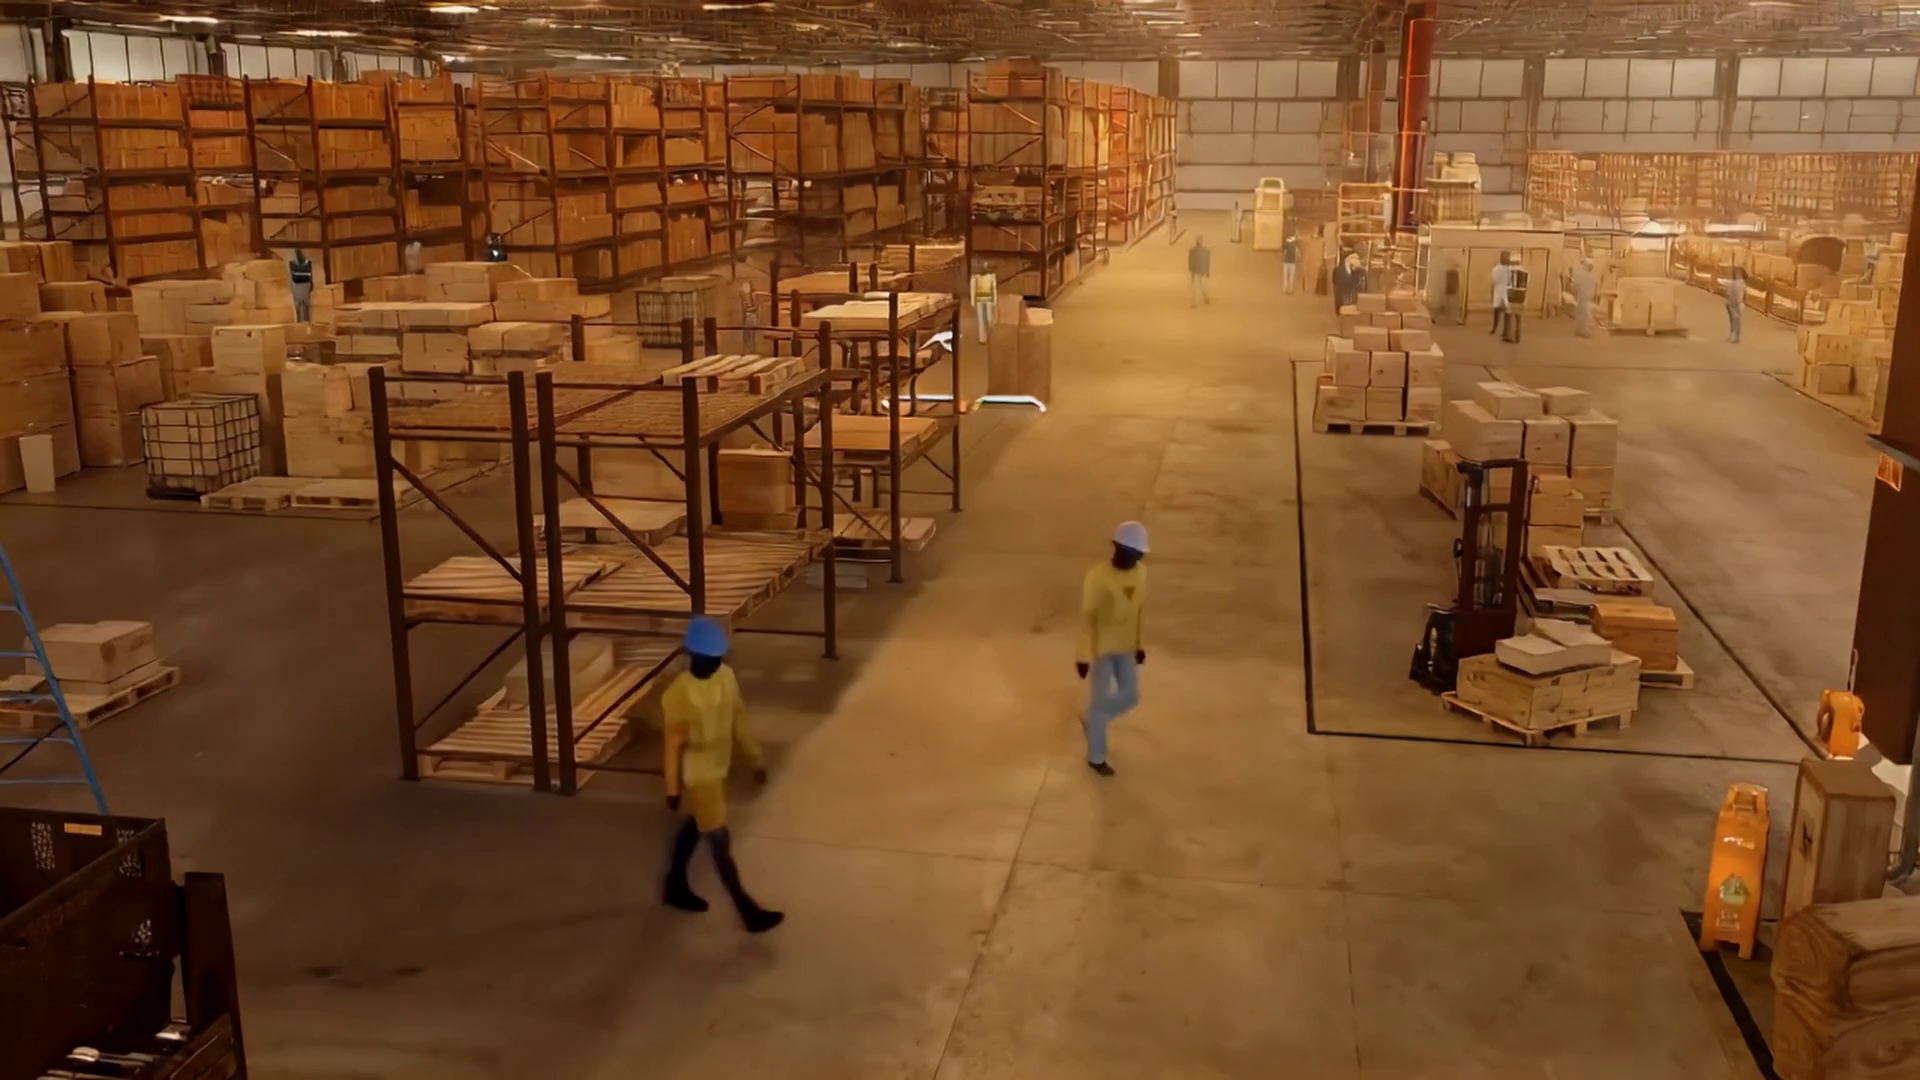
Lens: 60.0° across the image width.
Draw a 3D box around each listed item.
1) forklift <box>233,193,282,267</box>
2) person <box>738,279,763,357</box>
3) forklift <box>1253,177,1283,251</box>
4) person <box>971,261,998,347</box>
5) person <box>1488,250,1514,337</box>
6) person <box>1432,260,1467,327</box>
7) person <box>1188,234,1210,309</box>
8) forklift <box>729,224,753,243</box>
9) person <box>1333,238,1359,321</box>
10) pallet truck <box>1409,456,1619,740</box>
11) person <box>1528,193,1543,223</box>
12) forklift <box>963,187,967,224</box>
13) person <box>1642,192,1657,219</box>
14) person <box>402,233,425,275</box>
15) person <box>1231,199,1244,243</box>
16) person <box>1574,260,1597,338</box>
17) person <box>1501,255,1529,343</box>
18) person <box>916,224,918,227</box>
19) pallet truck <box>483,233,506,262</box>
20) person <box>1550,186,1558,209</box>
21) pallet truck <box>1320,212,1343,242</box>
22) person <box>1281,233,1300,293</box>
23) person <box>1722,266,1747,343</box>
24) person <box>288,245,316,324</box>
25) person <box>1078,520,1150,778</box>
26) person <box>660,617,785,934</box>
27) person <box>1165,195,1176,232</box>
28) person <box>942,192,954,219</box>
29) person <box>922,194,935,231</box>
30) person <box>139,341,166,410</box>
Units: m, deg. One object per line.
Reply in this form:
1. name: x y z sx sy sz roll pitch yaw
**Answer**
1. forklift: -20.408 -8.774 48.824 1.129 2.768 1.873 3 14 10
2. person: -4.363 -4.633 34.655 0.534 1.582 0.875 -1 14 -5
3. forklift: 12.083 -12.747 64.956 1.129 2.768 1.873 3 14 10
4. person: 0.517 -5.170 36.320 0.578 1.857 0.914 -1 14 -6
5. person: 12.383 -5.628 37.933 0.613 1.963 0.361 10 17 36
6. person: 11.783 -5.940 39.972 0.844 1.599 0.508 12 18 41
7. person: 6.338 -7.104 43.924 0.624 1.974 0.645 10 17 35
8. forklift: -8.891 -12.311 63.188 1.873 2.768 1.129 2 14 9
9. person: 9.548 -6.400 40.914 0.536 2.000 0.688 -11 18 -38
10. pallet truck: 4.504 0.400 13.395 0.823 1.965 1.885 -6 15 -23
11. person: 25.671 -14.522 74.209 0.598 1.914 0.993 5 15 21
12. forklift: 0.586 -10.060 54.049 1.129 2.768 1.873 3 14 10
13. person: 32.580 -15.592 78.739 0.608 1.791 0.867 0 14 -2
14. person: -15.287 -7.668 46.500 0.661 1.830 0.447 3 14 10
15. person: 11.604 -13.372 69.682 0.404 1.826 0.592 -10 17 -34
16. person: 14.159 -5.426 37.543 0.548 1.751 0.371 -11 18 -37
17. person: 12.257 -5.325 36.761 0.543 1.939 0.360 -6 15 -22
18. person: -1.757 -11.561 62.662 0.896 1.640 0.551 -4 14 -14
19. pallet truck: -11.832 -7.026 43.548 1.885 1.965 0.823 8 16 28
20. person: 31.453 -17.922 88.098 0.390 1.846 0.564 -2 14 -9
21. pallet truck: 15.874 -13.227 70.310 0.680 1.201 1.601 10 17 35
22. person: 9.475 -7.941 47.774 0.540 1.749 0.598 4 14 15
23. person: 17.164 -5.202 36.783 0.319 1.693 0.533 -1 14 -3
24. person: -15.973 -6.199 40.384 0.605 1.910 0.389 -13 19 -42
25. person: 1.104 0.770 12.099 0.676 1.897 0.547 -11 18 -39
26. person: -1.416 1.356 9.728 0.980 1.882 0.571 7 16 27
27. person: 9.745 -15.097 76.968 0.537 1.684 0.494 0 14 1
28. person: -0.617 -16.868 83.558 0.624 1.974 0.740 6 15 21
29. person: -1.434 -14.814 75.506 0.599 1.830 0.403 -4 14 -14
30. person: -12.094 -2.155 24.578 0.839 1.589 0.532 4 14 16
